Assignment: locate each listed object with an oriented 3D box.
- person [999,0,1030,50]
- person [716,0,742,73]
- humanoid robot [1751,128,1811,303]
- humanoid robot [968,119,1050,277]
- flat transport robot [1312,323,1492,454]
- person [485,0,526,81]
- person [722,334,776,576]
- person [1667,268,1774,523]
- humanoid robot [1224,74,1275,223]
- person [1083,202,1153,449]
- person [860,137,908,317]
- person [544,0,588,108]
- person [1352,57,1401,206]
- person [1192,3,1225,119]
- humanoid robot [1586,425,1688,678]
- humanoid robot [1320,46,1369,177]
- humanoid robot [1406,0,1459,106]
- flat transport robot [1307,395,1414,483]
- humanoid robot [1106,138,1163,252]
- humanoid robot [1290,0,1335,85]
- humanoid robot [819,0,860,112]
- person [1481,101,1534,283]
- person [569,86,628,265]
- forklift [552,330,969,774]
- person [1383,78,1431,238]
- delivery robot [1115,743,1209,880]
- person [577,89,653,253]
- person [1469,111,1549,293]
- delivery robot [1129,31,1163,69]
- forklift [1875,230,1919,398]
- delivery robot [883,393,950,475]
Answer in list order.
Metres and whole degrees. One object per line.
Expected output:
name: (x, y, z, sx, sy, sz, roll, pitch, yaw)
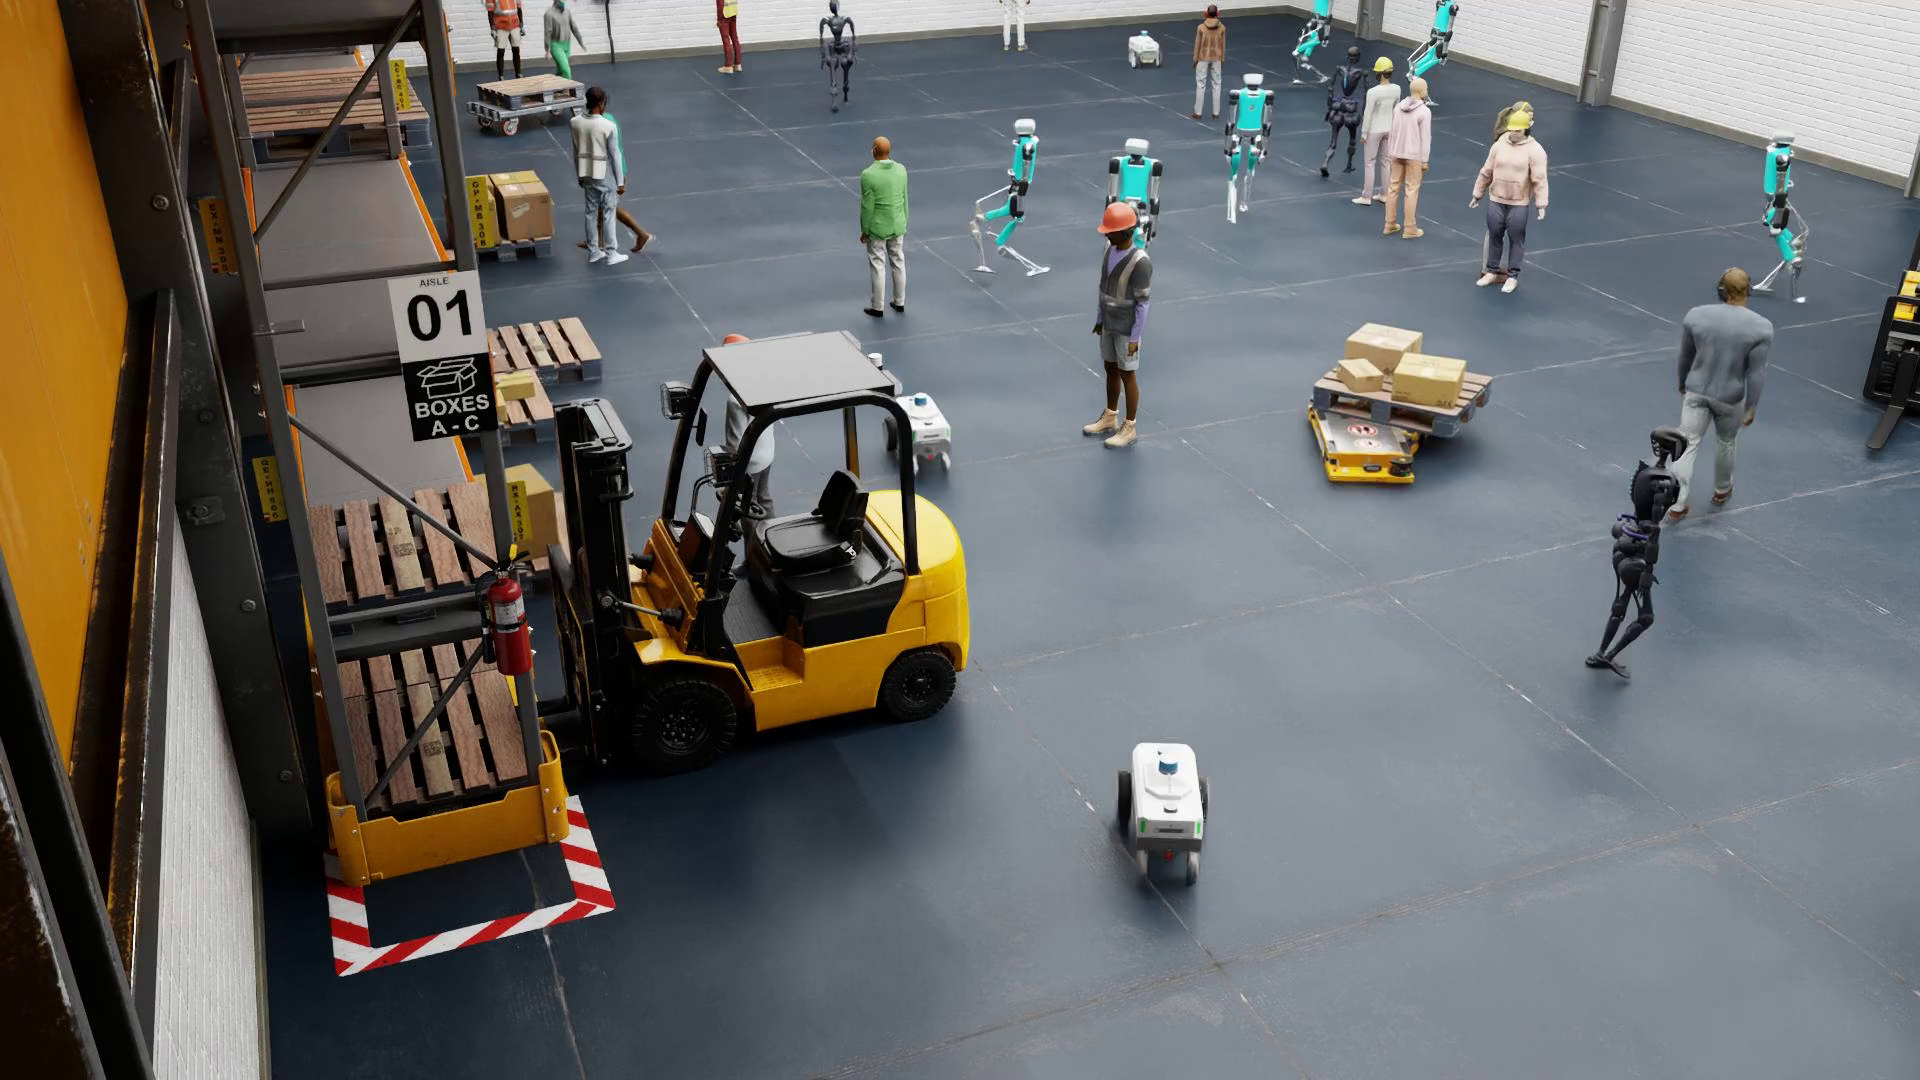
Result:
person: (0.958, -9.596, 29.278, 0.576, 1.881, 0.347, 7, 28, 14)
person: (-3.839, -8.644, 27.508, 0.360, 1.769, 0.473, 17, 32, 31)
humanoid robot: (8.441, -3.204, 16.841, 0.816, 1.884, 0.572, 5, 27, 11)
humanoid robot: (0.440, -3.510, 17.367, 1.042, 1.739, 0.560, -2, 27, -3)
flat transport robot: (3.715, -1.045, 14.066, 0.659, 0.231, 1.431, 16, 31, 29)
person: (-7.172, -8.141, 26.309, 0.600, 1.957, 0.381, -21, 33, -35)
person: (-1.477, -0.588, 11.517, 0.352, 1.742, 0.572, 8, 28, 16)
person: (5.634, -1.099, 12.377, 0.639, 1.885, 0.943, 17, 31, 30)
humanoid robot: (3.346, -4.663, 19.713, 0.540, 1.814, 0.848, -1, 27, -1)
person: (1.275, -1.740, 13.489, 0.388, 2.033, 0.605, -13, 30, -24)
person: (-0.751, -3.093, 16.455, 0.542, 1.783, 0.384, -18, 32, -31)
person: (-5.944, -7.439, 25.057, 0.728, 1.814, 0.662, 11, 29, 22)
person: (5.073, -4.958, 20.191, 0.524, 1.759, 0.332, -14, 30, -26)
person: (3.657, -7.016, 24.412, 0.460, 1.644, 0.314, -2, 27, -4)
humanoid robot: (4.188, 0.070, 10.287, 0.341, 1.647, 0.586, 5, 27, 10)
humanoid robot: (4.956, -5.512, 21.441, 0.610, 1.653, 0.738, 18, 32, 32)
humanoid robot: (6.959, -7.328, 24.781, 0.735, 1.677, 0.533, -6, 27, -11)
flat transport robot: (3.274, -0.835, 13.648, 0.659, 0.231, 1.431, 2, 27, 3)
humanoid robot: (1.683, -2.972, 16.337, 0.546, 1.781, 1.053, 3, 27, 5)
humanoid robot: (5.505, -7.986, 26.272, 1.036, 1.750, 0.546, -11, 29, -21)
humanoid robot: (-1.803, -7.297, 24.997, 0.599, 1.627, 0.792, 0, 27, 1)
person: (5.732, -3.665, 17.494, 0.407, 1.876, 0.555, 14, 30, 25)
person: (-3.901, -3.923, 17.970, 0.597, 1.909, 0.399, 11, 29, 21)
forklift: (-1.094, 0.010, 9.831, 2.313, 2.155, 1.214, -10, 28, -20)
person: (5.091, -4.340, 18.936, 0.407, 1.782, 0.525, -20, 33, -34)
delivery robot: (1.097, 1.405, 8.882, 0.499, 0.601, 0.798, 1, 27, 2)
person: (-3.880, -4.069, 18.363, 0.874, 1.814, 0.494, 3, 27, 5)
person: (5.703, -3.518, 17.220, 0.803, 1.857, 0.435, 21, 34, 36)
delivery robot: (3.123, -8.293, 28.185, 0.499, 0.614, 0.790, -5, 27, -10)
forklift: (9.029, -2.397, 14.618, 1.214, 2.155, 2.313, 18, 32, 32)
delivery robot: (-0.317, -0.898, 13.446, 0.499, 0.587, 0.787, -7, 27, -13)
